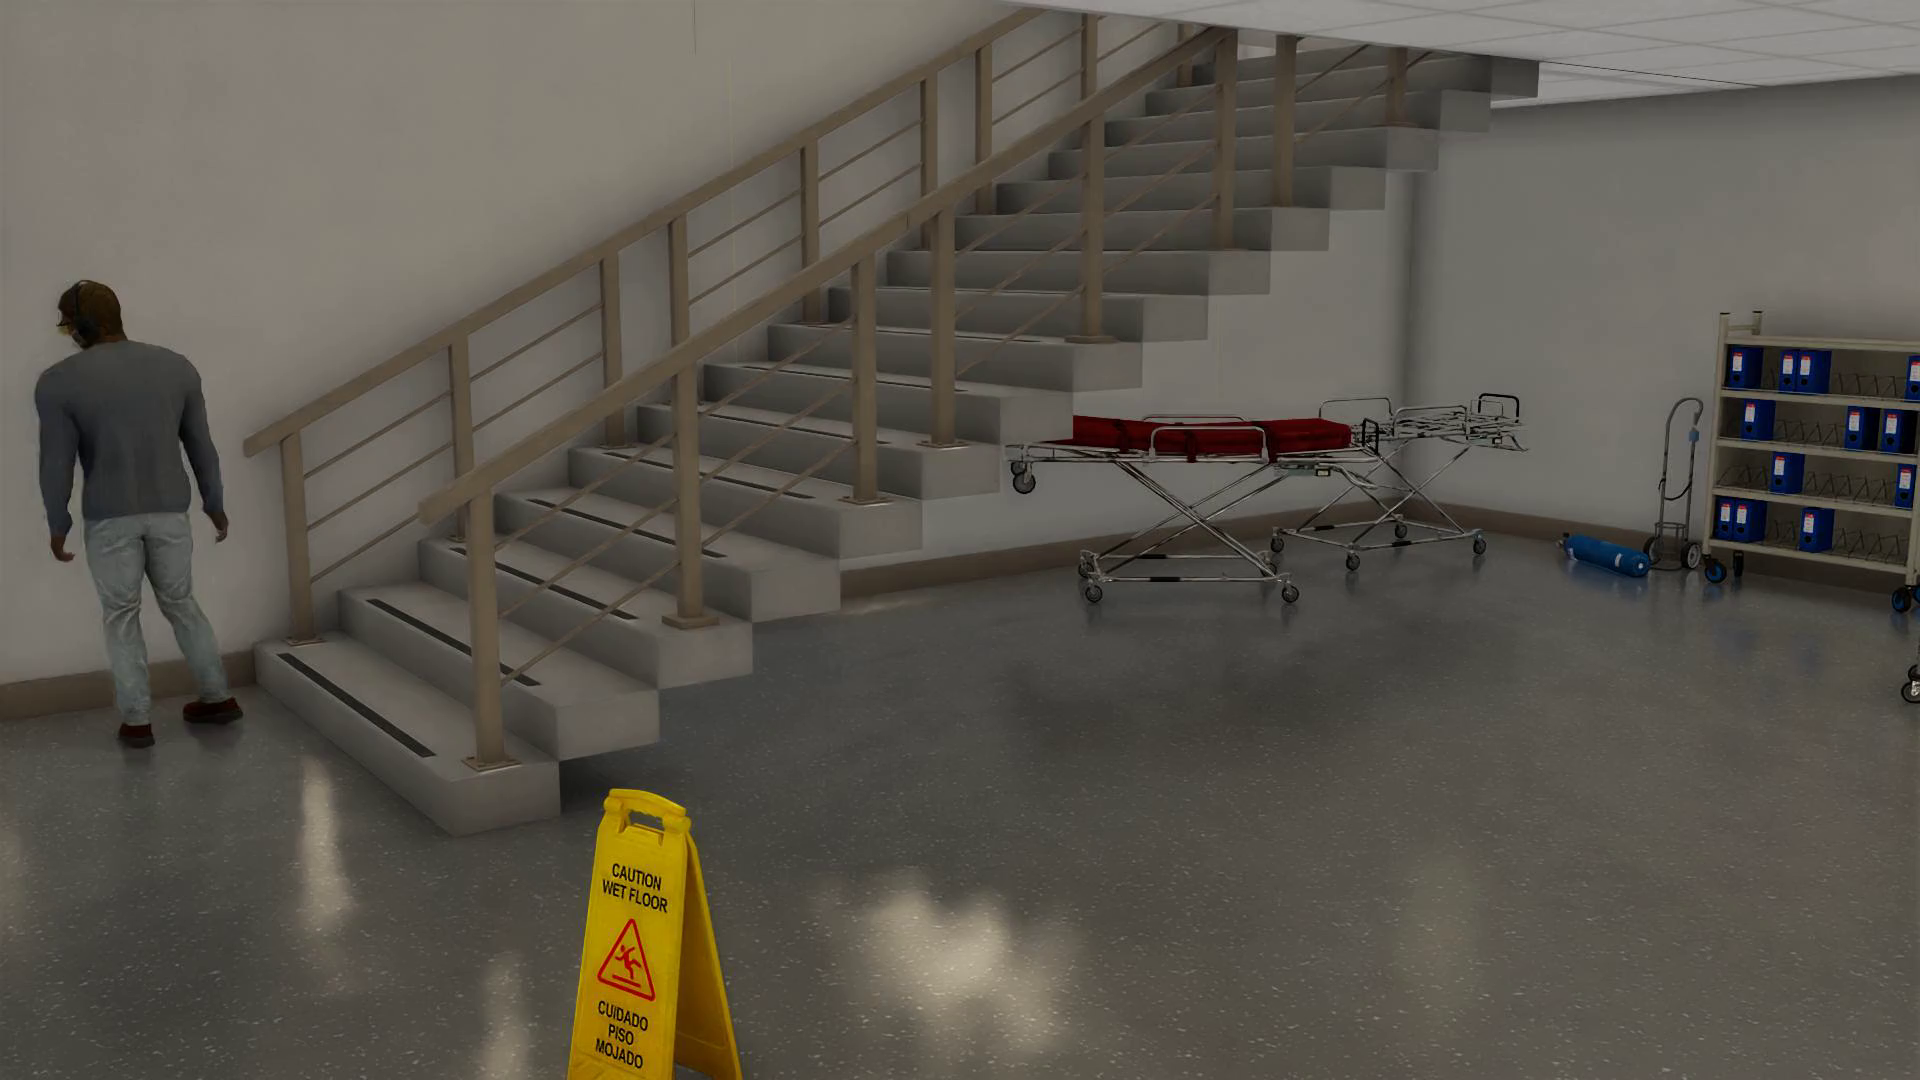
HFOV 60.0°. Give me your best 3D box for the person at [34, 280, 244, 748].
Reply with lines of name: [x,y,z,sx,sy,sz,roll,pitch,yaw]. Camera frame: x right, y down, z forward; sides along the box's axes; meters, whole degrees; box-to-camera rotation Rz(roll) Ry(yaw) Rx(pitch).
person: [-3.350,-0.097,6.800,0.725,1.907,0.449,-9,13,-42]
